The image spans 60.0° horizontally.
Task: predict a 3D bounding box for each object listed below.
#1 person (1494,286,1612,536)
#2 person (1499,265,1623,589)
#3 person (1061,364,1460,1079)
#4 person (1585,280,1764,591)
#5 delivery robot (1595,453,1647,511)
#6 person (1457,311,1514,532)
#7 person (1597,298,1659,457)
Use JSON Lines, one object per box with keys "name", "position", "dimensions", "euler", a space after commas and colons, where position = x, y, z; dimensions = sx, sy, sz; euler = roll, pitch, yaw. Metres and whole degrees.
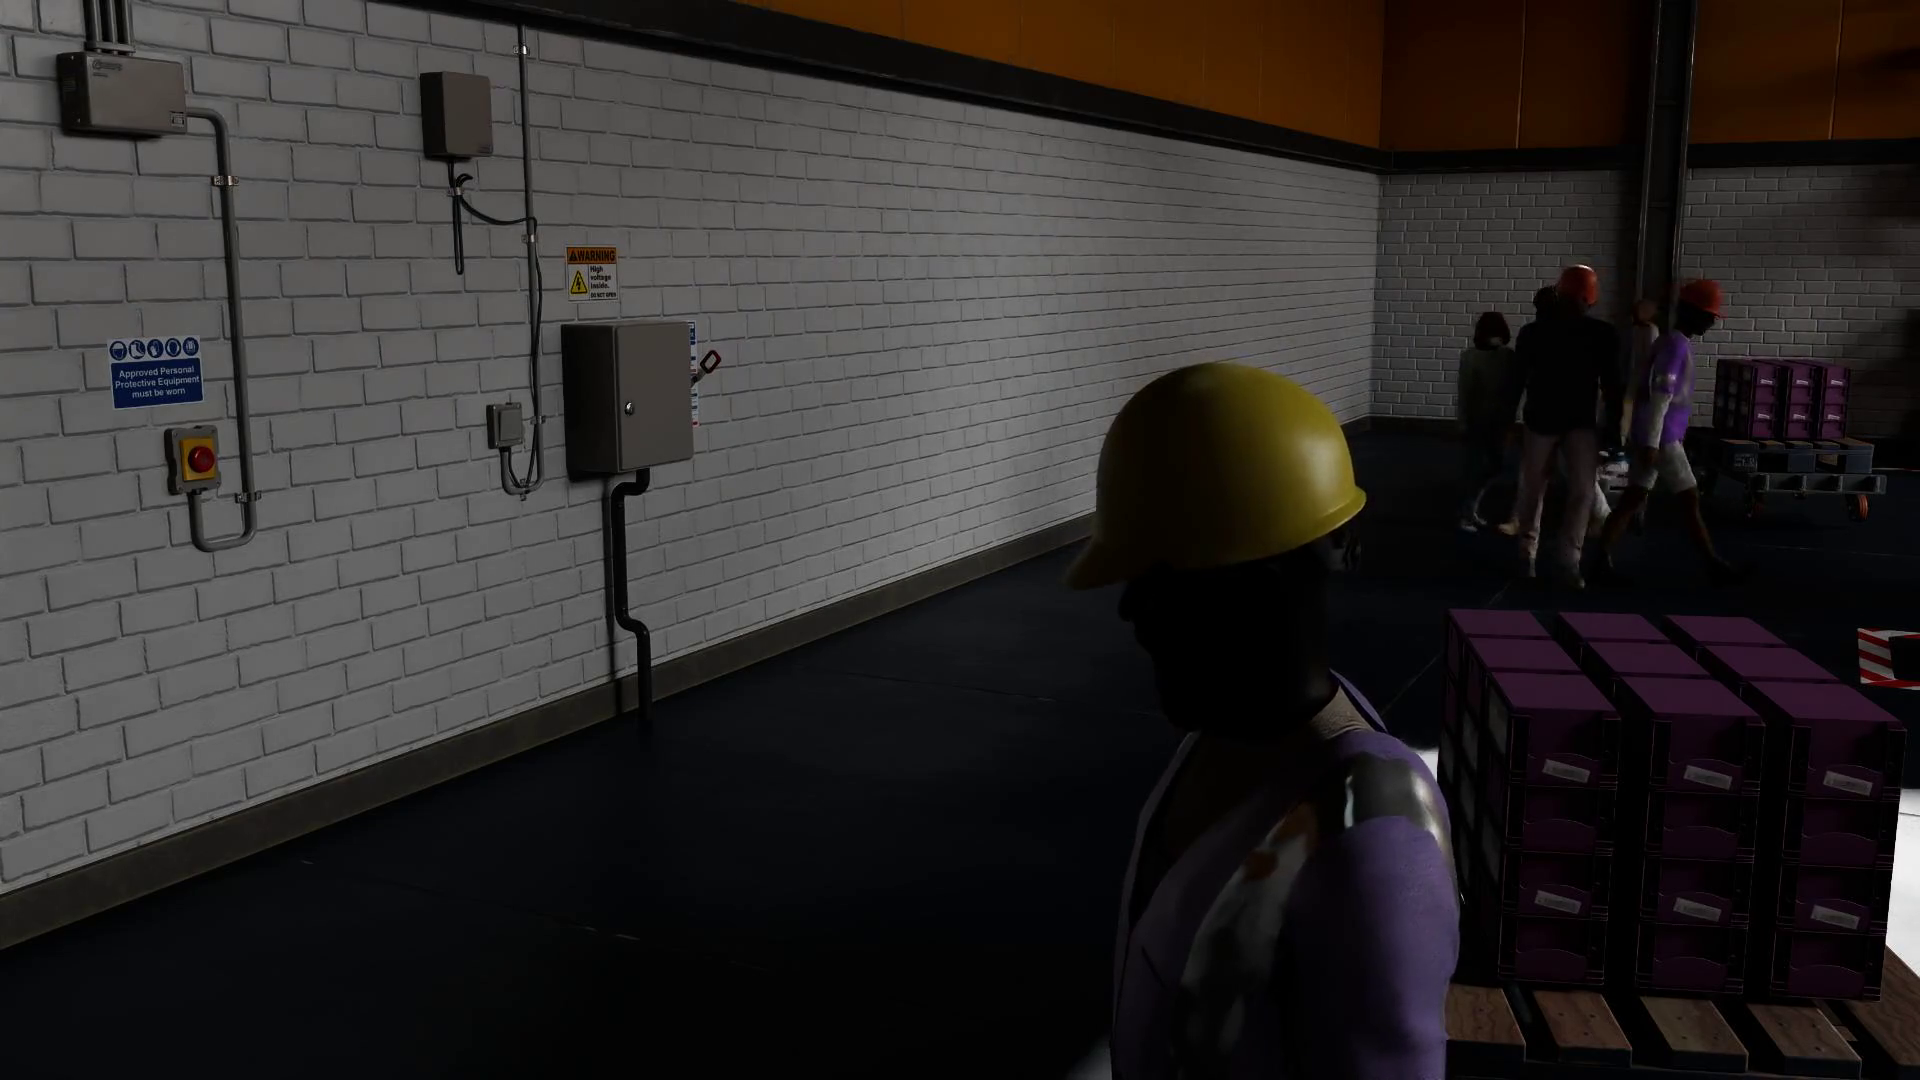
{"name": "person", "position": [4.308, -0.906, 11.832], "dimensions": [0.827, 1.802, 0.643], "euler": [-2, 10, -9]}
{"name": "person", "position": [3.665, -0.684, 10.109], "dimensions": [0.746, 1.935, 0.839], "euler": [1, 10, 8]}
{"name": "person", "position": [0.289, 0.780, 1.716], "dimensions": [0.381, 1.917, 0.585], "euler": [-1, 10, -3]}
{"name": "person", "position": [4.279, -0.603, 9.904], "dimensions": [1.015, 1.854, 0.618], "euler": [3, 10, 17]}
{"name": "delivery robot", "position": [4.818, -0.395, 12.190], "dimensions": [0.477, 0.478, 0.707], "euler": [2, 10, 14]}
{"name": "person", "position": [3.797, -0.865, 12.132], "dimensions": [0.529, 1.612, 0.425], "euler": [-5, 11, -27]}
{"name": "person", "position": [6.772, -1.591, 16.408], "dimensions": [0.782, 1.583, 0.517], "euler": [-1, 10, -5]}
